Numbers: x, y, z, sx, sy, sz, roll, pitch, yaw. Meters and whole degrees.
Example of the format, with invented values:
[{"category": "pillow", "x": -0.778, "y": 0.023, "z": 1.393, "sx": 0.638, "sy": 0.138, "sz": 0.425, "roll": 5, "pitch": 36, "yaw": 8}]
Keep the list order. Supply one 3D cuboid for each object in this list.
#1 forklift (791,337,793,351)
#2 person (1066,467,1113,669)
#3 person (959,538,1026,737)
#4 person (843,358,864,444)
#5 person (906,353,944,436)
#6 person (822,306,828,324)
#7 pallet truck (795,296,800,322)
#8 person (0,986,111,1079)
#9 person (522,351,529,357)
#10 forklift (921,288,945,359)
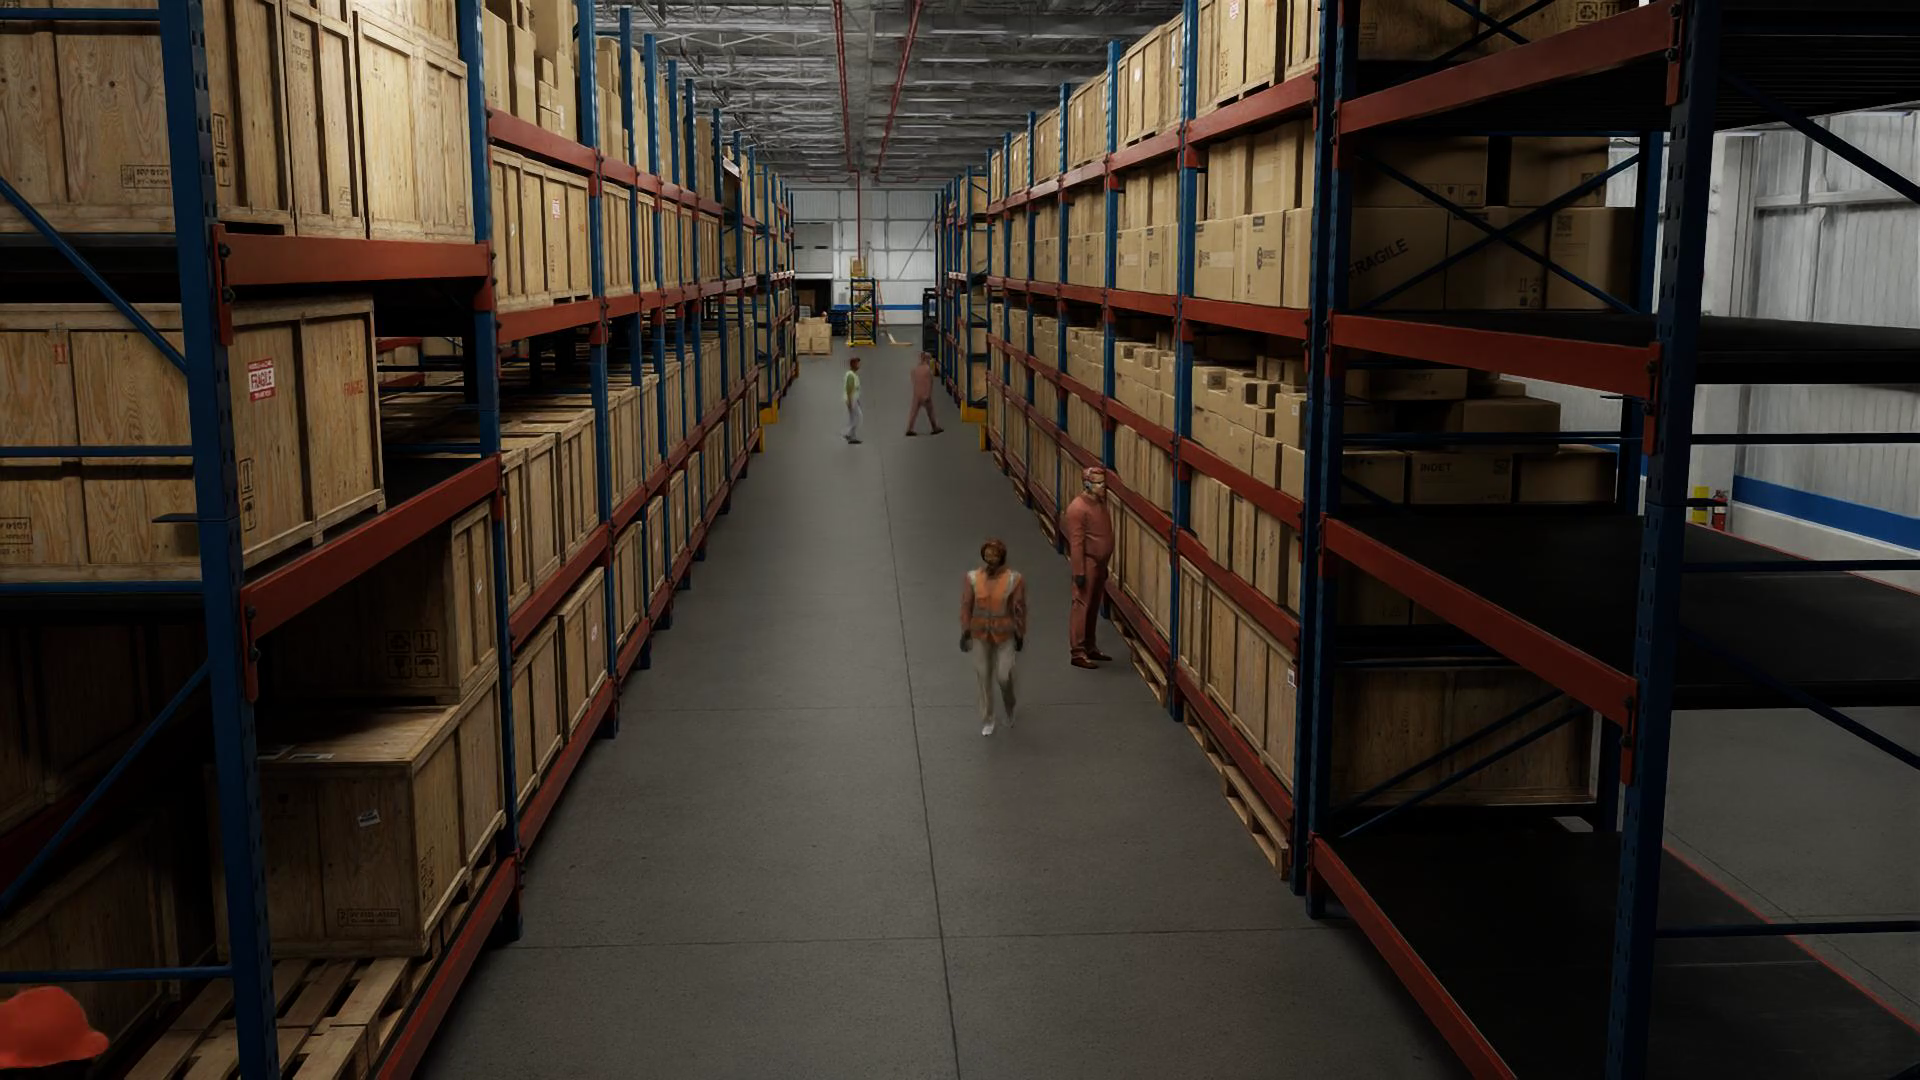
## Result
[{"category": "forklift", "x": -7.585, "y": -8.458, "z": 64.990, "sx": 1.873, "sy": 2.768, "sz": 1.129, "roll": 3, "pitch": 10, "yaw": 19}, {"category": "person", "x": 1.260, "y": 0.254, "z": 15.852, "sx": 0.406, "sy": 1.911, "sz": 0.638, "roll": 5, "pitch": 11, "yaw": 27}, {"category": "person", "x": 0.256, "y": 0.791, "z": 13.482, "sx": 0.519, "sy": 1.627, "sz": 0.365, "roll": 2, "pitch": 10, "yaw": 14}, {"category": "person", "x": -2.240, "y": -2.933, "z": 35.103, "sx": 0.456, "sy": 1.829, "sz": 0.599, "roll": 0, "pitch": 10, "yaw": 2}, {"category": "person", "x": -0.808, "y": -3.214, "z": 36.786, "sx": 1.025, "sy": 1.851, "sz": 0.628, "roll": -9, "pitch": 13, "yaw": -43}, {"category": "person", "x": -6.608, "y": -10.565, "z": 81.159, "sx": 0.333, "sy": 1.686, "sz": 0.535, "roll": -3, "pitch": 10, "yaw": -19}, {"category": "pallet truck", "x": -8.622, "y": -12.439, "z": 91.403, "sx": 1.885, "sy": 1.965, "sz": 0.823, "roll": 2, "pitch": 10, "yaw": 13}, {"category": "person", "x": -2.515, "y": 2.145, "z": 4.638, "sx": 1.020, "sy": 1.886, "sz": 0.555, "roll": -3, "pitch": 10, "yaw": -18}, {"category": "person", "x": -8.776, "y": -2.885, "z": 34.250, "sx": 0.557, "sy": 2.024, "sz": 0.632, "roll": 0, "pitch": 10, "yaw": -1}, {"category": "forklift", "x": -0.936, "y": -8.461, "z": 65.011, "sx": 1.129, "sy": 2.768, "sz": 1.873, "roll": -1, "pitch": 10, "yaw": -3}]
